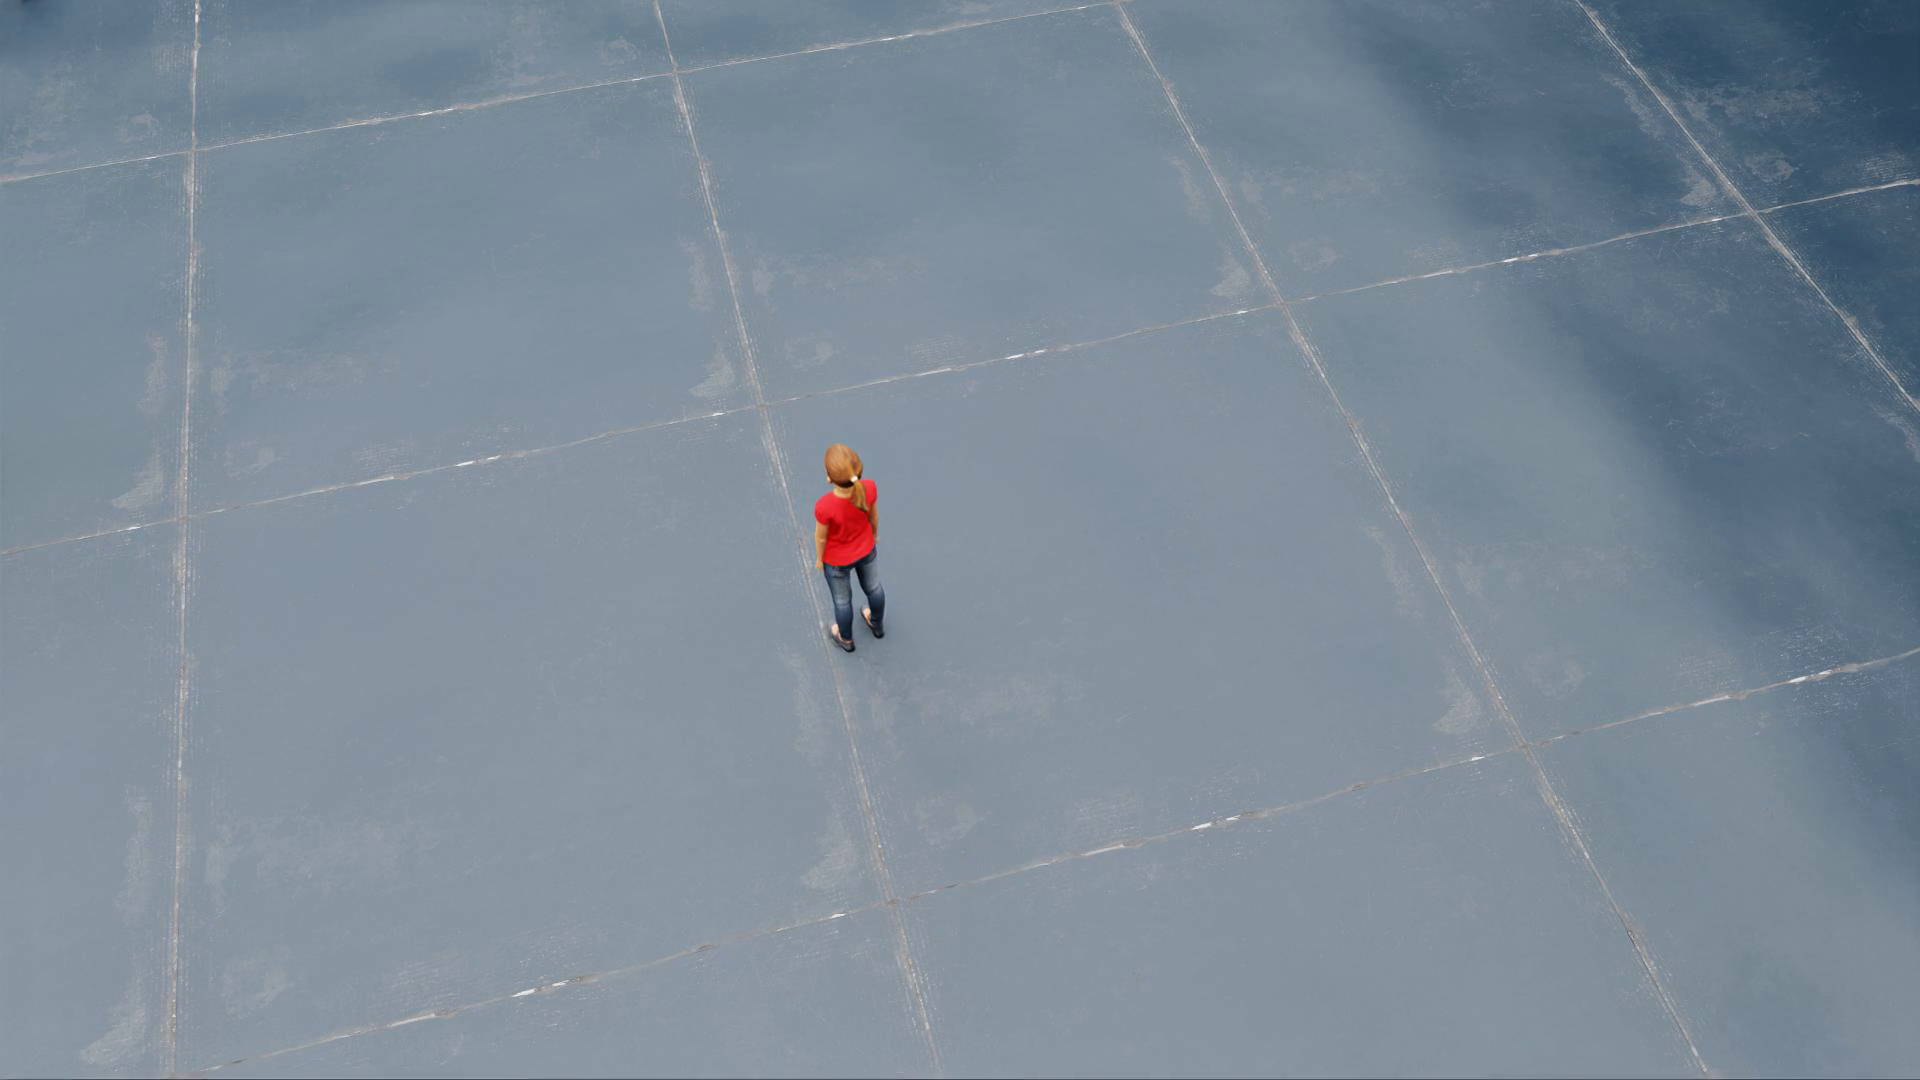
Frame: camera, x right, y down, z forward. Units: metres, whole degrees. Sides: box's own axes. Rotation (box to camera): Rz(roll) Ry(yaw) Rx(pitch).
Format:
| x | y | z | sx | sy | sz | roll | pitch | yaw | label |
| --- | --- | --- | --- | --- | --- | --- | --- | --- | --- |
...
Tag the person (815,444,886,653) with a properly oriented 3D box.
| x | y | z | sx | sy | sz | roll | pitch | yaw | label |
| --- | --- | --- | --- | --- | --- | --- | --- | --- | --- |
| -0.494 | 0.052 | 7.531 | 0.519 | 1.307 | 0.547 | -28 | 57 | -20 | person |
